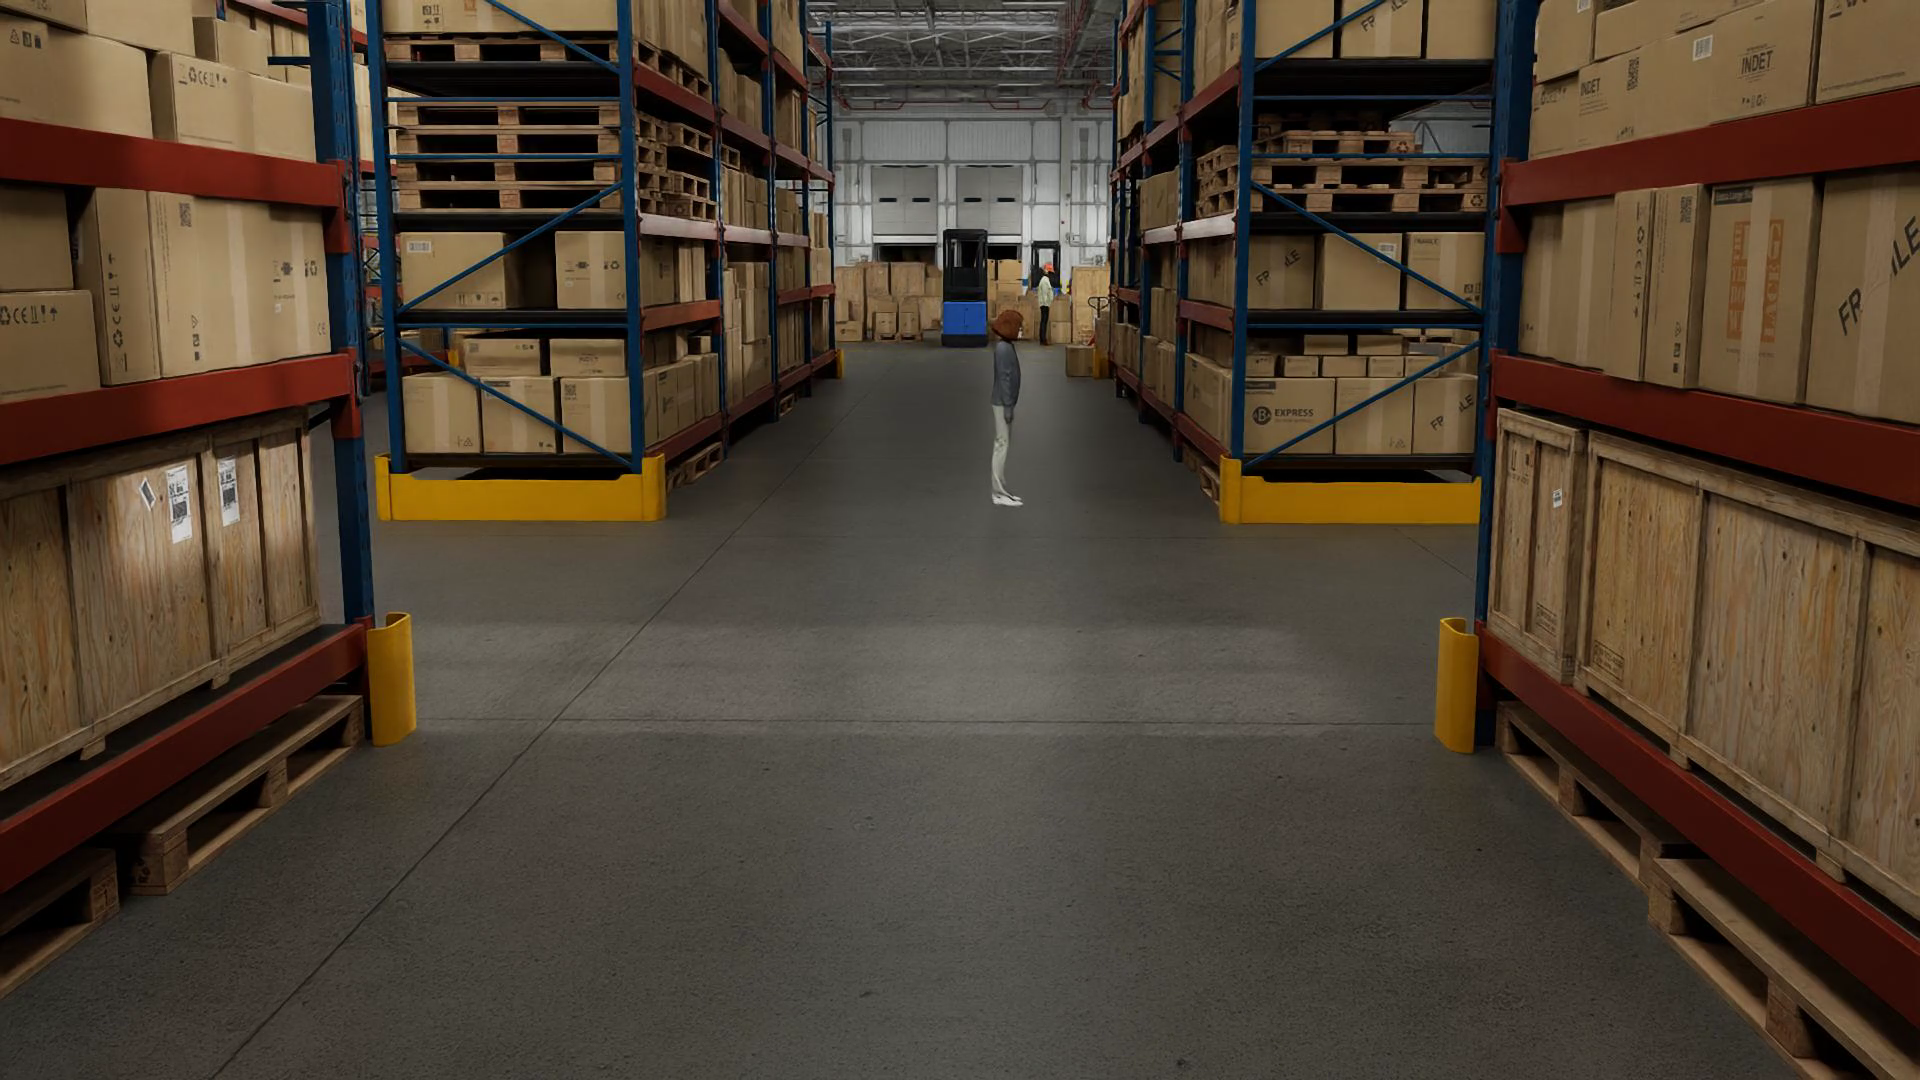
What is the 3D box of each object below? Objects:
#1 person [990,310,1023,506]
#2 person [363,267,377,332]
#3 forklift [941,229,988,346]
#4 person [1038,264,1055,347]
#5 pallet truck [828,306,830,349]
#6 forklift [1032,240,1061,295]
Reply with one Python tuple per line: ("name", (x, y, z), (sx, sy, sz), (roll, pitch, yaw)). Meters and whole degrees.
("person", (0.390, -1.102, 13.891), (0.281, 1.633, 0.499), (0, 9, 2))
("person", (-12.604, -4.778, 35.020), (0.902, 1.935, 0.621), (4, 10, 21))
("forklift", (0.124, -6.117, 40.203), (1.129, 2.768, 1.873), (0, 9, 1))
("person", (2.079, -5.640, 40.020), (0.393, 1.986, 0.611), (0, 9, 2))
("pallet truck", (-3.100, -3.940, 29.800), (1.885, 1.965, 0.823), (3, 10, 19))
("forklift", (3.172, -9.648, 61.356), (1.129, 2.768, 1.873), (0, 9, 1))
